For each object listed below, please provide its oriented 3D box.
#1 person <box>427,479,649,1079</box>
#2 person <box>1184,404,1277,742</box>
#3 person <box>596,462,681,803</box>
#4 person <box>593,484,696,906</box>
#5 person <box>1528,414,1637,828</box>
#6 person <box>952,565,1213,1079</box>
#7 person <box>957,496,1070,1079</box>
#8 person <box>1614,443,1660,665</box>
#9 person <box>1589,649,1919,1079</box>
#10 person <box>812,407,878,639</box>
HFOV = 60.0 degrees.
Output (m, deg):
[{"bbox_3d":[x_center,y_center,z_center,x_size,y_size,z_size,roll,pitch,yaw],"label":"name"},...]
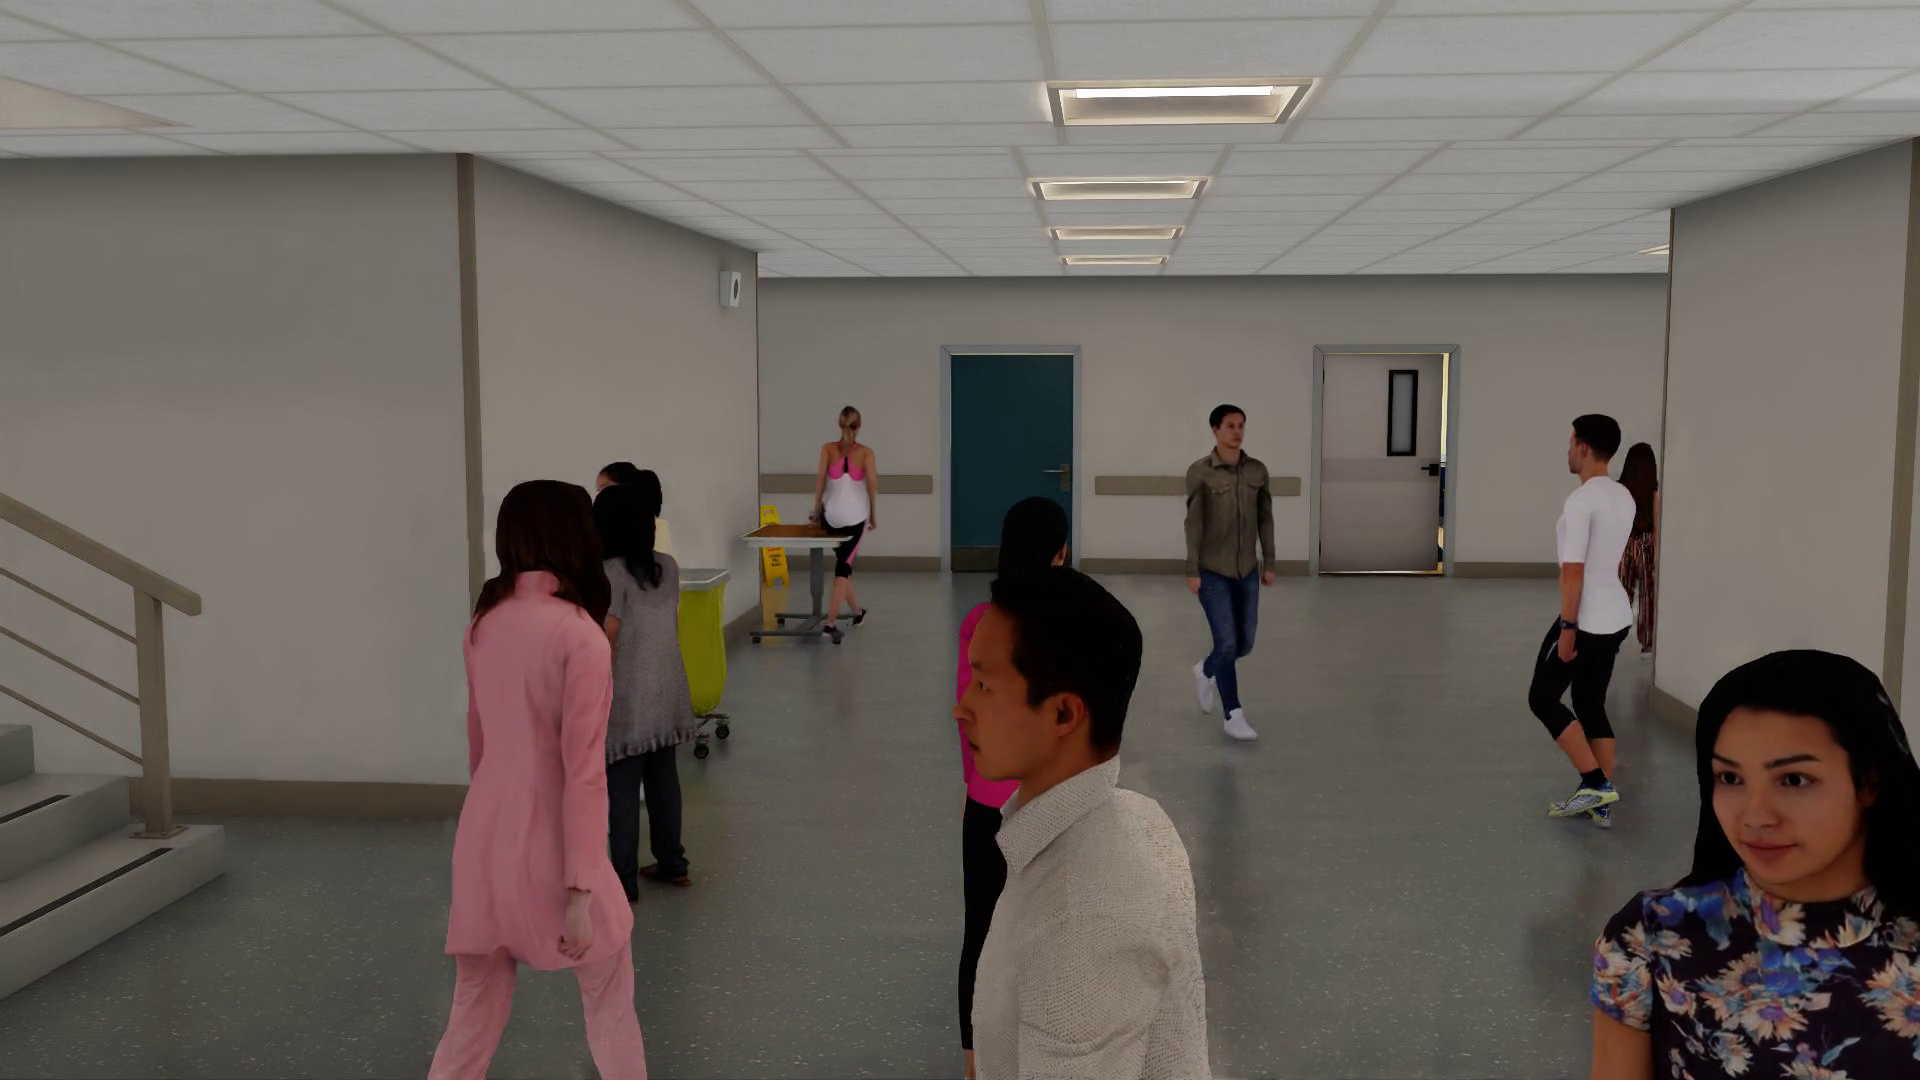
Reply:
[{"bbox_3d":[-1.007,0.799,3.660,1.192,1.733,0.997,3,7,28],"label":"person"},{"bbox_3d":[1.471,0.169,9.348,1.129,1.848,1.056,-2,6,-22],"label":"person"},{"bbox_3d":[-1.470,0.442,7.819,0.778,1.610,0.847,3,6,26],"label":"person"},{"bbox_3d":[-1.255,0.580,6.462,0.782,1.607,0.752,3,7,29],"label":"person"},{"bbox_3d":[2.869,0.374,7.363,0.811,1.837,0.873,-5,8,-43],"label":"person"},{"bbox_3d":[0.262,0.934,2.045,0.986,1.788,0.749,0,6,0],"label":"person"},{"bbox_3d":[0.183,0.725,4.557,0.552,1.699,0.678,2,6,16],"label":"person"},{"bbox_3d":[4.595,0.123,11.417,1.066,1.525,1.066,6,8,44],"label":"person"},{"bbox_3d":[0.948,0.991,1.928,1.121,1.697,0.926,2,6,23],"label":"person"},{"bbox_3d":[-0.895,-0.102,12.593,1.042,1.737,0.811,1,6,13],"label":"person"}]
